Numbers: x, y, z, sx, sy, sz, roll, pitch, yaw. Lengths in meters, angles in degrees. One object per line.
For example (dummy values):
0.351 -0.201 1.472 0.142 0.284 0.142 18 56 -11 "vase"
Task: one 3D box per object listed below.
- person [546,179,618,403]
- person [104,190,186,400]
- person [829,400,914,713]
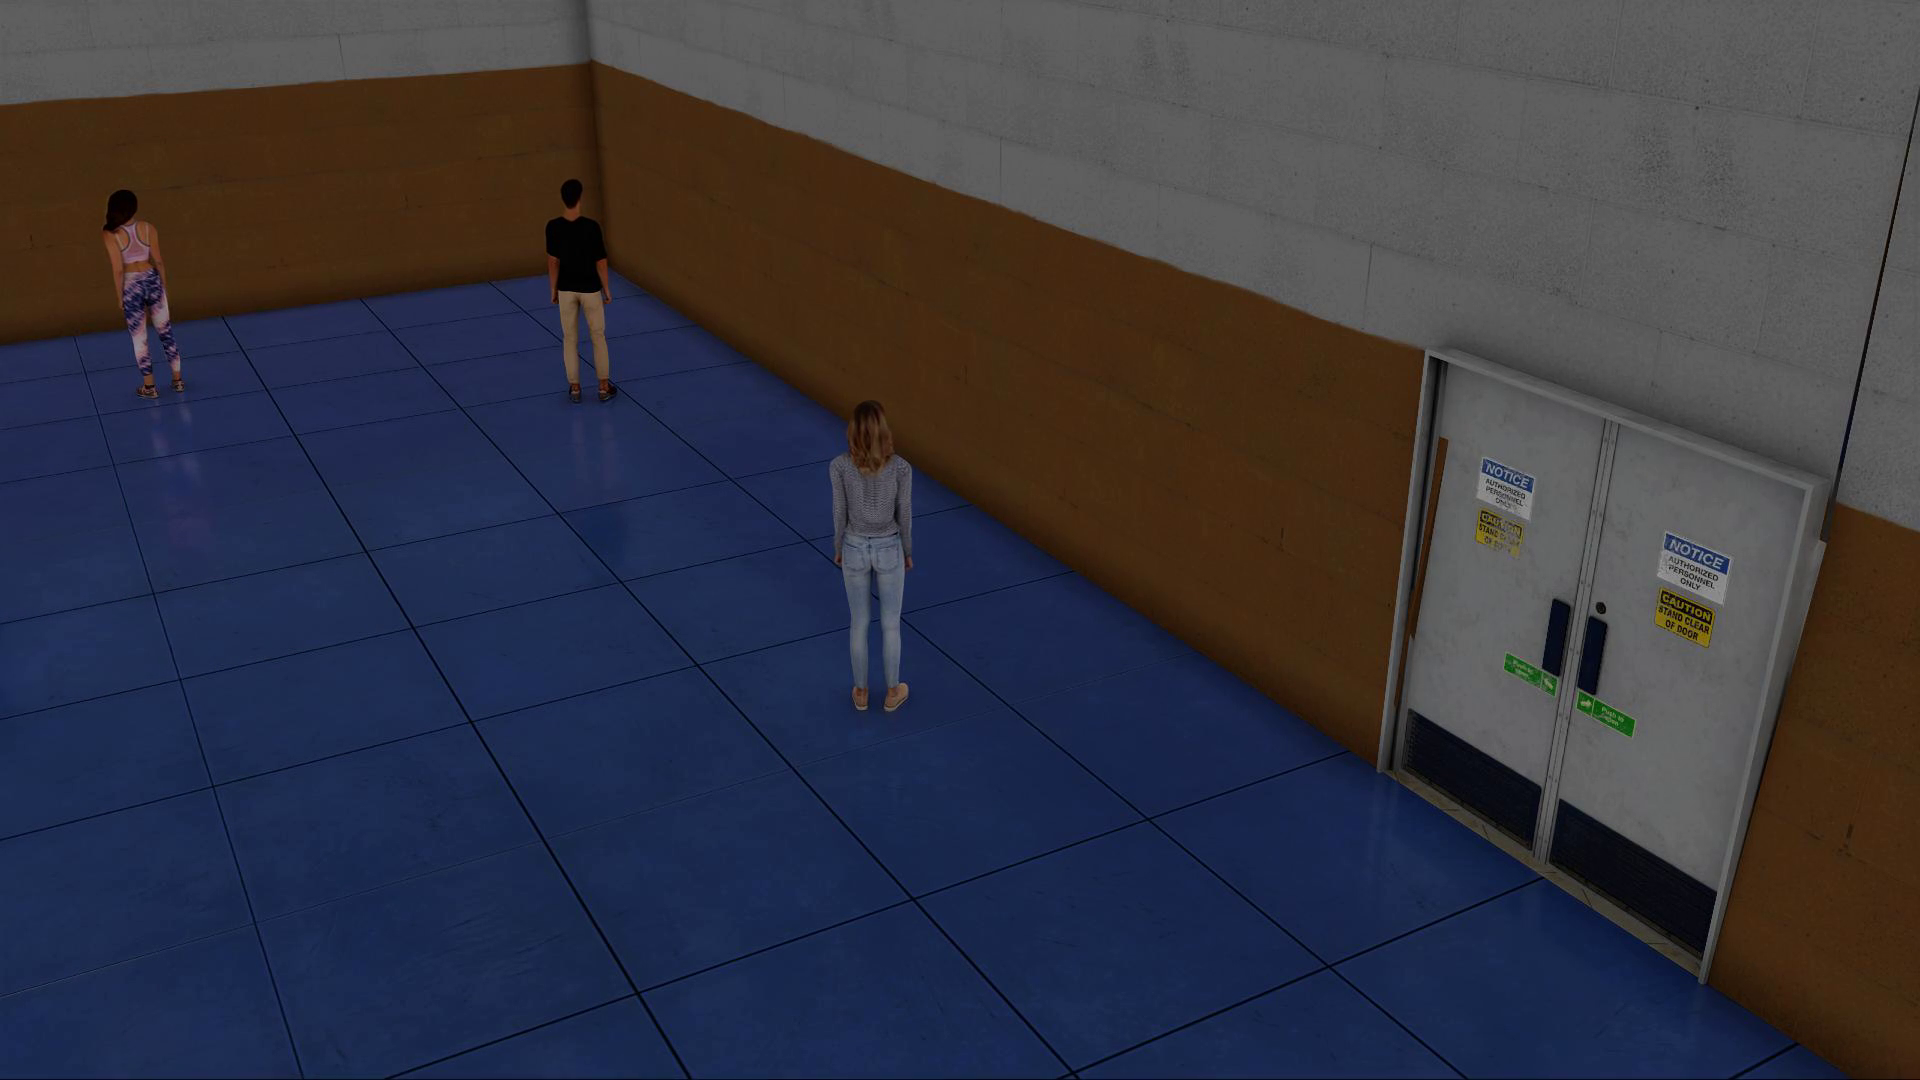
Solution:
-3.174 -2.077 13.879 0.630 1.857 0.783 -1 24 -3 "person"
-6.899 -2.083 14.035 0.712 1.767 0.572 21 31 40 "person"
-0.472 0.091 9.031 0.622 1.796 0.724 2 24 4 "person"
